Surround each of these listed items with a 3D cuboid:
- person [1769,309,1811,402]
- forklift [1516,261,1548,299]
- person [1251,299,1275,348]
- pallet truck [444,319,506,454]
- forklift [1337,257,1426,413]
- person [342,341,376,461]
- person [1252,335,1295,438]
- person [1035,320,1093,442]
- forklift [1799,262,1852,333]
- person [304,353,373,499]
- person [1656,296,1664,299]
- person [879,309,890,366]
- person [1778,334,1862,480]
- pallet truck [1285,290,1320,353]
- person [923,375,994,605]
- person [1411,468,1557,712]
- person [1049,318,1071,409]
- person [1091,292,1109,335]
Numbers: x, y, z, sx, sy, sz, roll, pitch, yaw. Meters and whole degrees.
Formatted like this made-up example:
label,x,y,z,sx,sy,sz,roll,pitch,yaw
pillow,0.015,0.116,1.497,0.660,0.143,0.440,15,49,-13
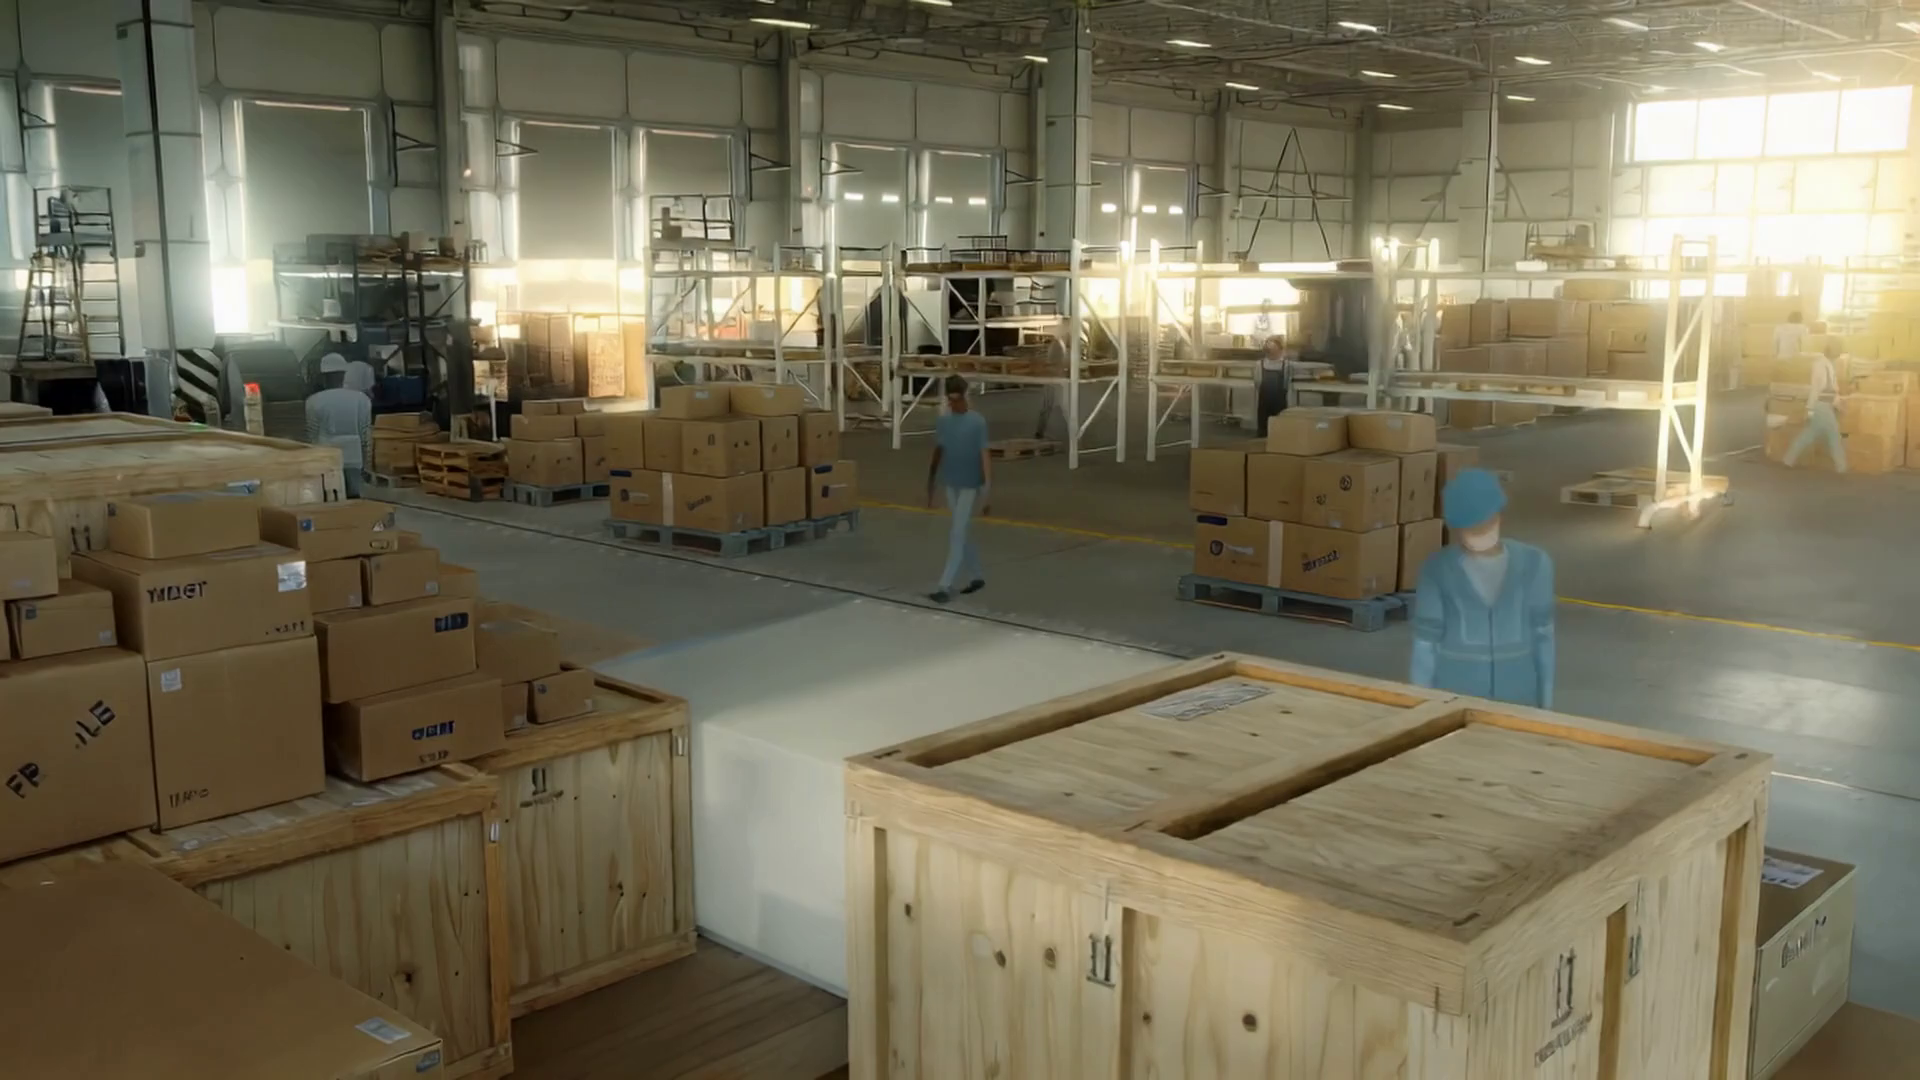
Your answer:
label,x,y,z,sx,sy,sz,roll,pitch,yaw
person,15.284,-3.293,30.661,0.592,1.927,0.633,-7,12,-37
forklift,12.925,-4.937,37.812,1.873,2.768,1.129,9,13,43
person,7.451,-4.961,40.929,0.592,1.913,0.341,8,12,39
pallet truck,-6.981,-1.942,22.150,1.885,1.965,0.823,1,9,9
forklift,6.183,-2.931,25.513,1.873,2.768,1.129,9,13,43
person,-8.292,-1.884,22.800,0.541,1.676,0.606,0,9,2
person,3.890,-1.629,20.701,0.508,1.846,0.345,2,10,13
person,1.582,-2.414,25.414,0.945,1.872,0.622,3,10,16
forklift,22.096,-5.823,43.246,1.873,2.768,1.129,9,13,43
person,-5.477,-0.683,14.673,0.400,1.922,0.593,9,13,43
person,18.195,-5.371,43.357,0.630,1.940,0.372,-7,11,-35
person,-2.002,-5.350,44.176,0.323,1.631,0.523,1,9,5
person,11.004,-1.707,21.236,1.012,1.841,0.579,8,12,40
pallet truck,11.297,-6.951,52.861,1.885,1.965,0.823,-5,11,-29
person,-0.046,-0.409,13.317,0.533,1.817,0.953,8,12,39
person,2.100,0.634,6.696,0.583,1.884,0.584,1,9,9
person,1.926,-3.342,31.527,0.484,1.739,0.319,-2,9,-12
person,4.327,-6.697,51.526,0.544,1.930,0.389,1,9,4
